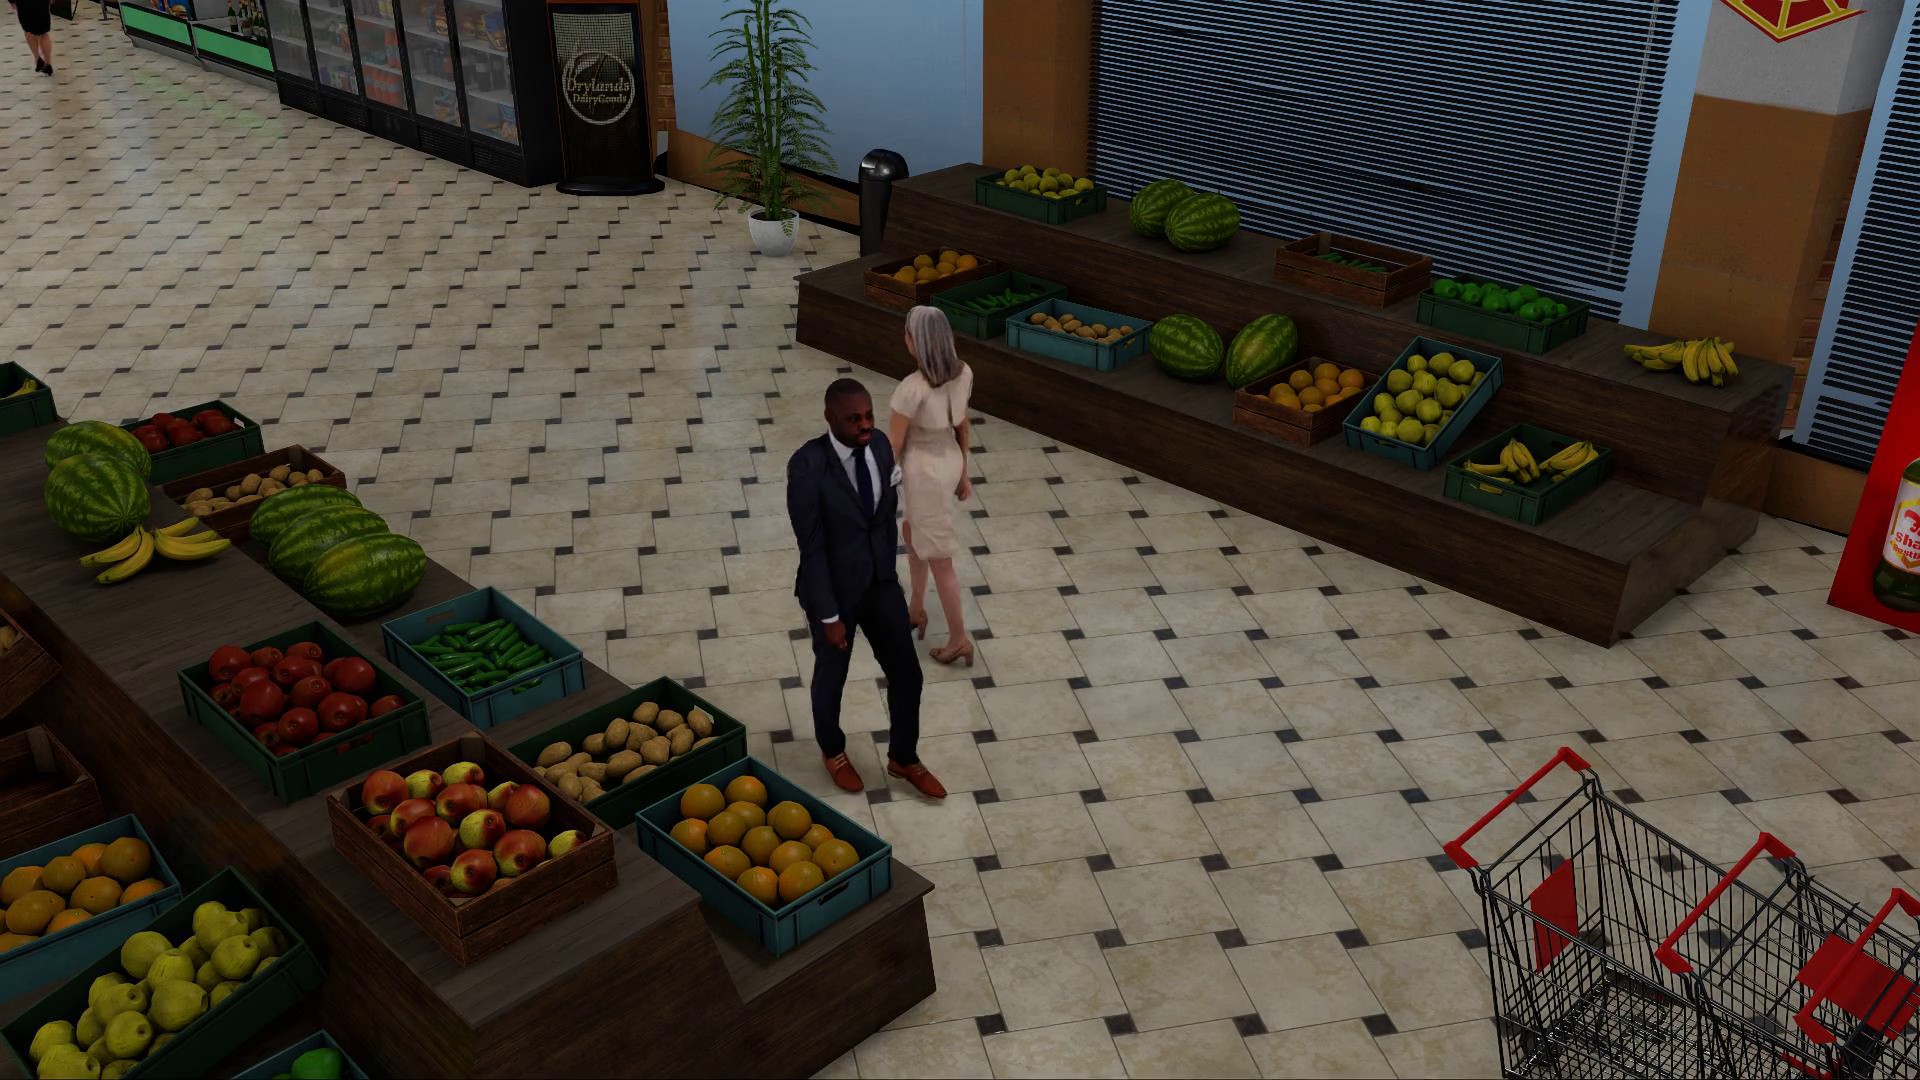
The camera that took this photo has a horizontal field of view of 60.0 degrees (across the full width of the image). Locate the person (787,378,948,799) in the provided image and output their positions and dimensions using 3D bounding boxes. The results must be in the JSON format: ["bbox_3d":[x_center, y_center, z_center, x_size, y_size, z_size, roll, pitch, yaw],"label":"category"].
[{"bbox_3d":[-0.494,0.178,6.598,0.714,1.804,0.808,-22,34,-36],"label":"person"}]

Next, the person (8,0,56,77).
[{"bbox_3d":[-10.879,-6.292,19.518,0.744,1.658,0.718,-18,32,-32],"label":"person"}]

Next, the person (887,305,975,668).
[{"bbox_3d":[-0.055,-0.180,7.400,0.807,1.717,0.675,18,32,31],"label":"person"}]
